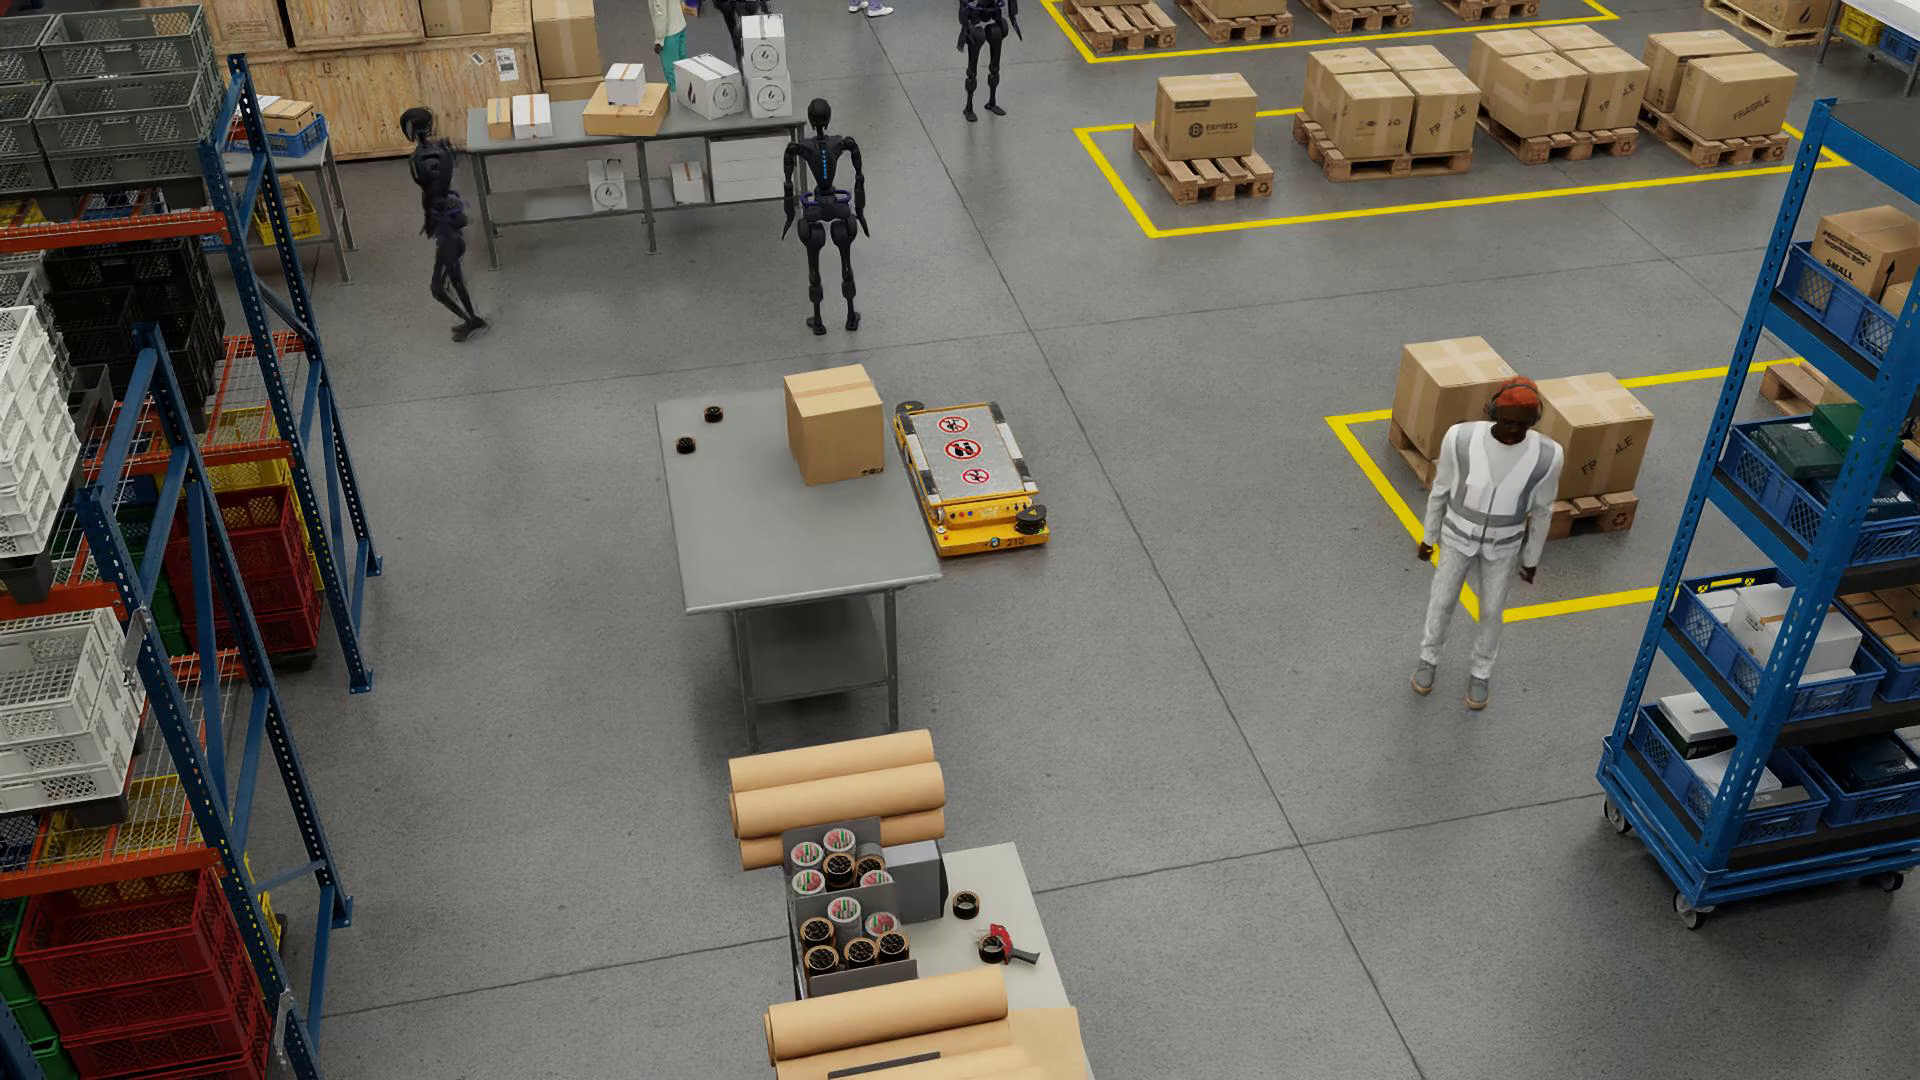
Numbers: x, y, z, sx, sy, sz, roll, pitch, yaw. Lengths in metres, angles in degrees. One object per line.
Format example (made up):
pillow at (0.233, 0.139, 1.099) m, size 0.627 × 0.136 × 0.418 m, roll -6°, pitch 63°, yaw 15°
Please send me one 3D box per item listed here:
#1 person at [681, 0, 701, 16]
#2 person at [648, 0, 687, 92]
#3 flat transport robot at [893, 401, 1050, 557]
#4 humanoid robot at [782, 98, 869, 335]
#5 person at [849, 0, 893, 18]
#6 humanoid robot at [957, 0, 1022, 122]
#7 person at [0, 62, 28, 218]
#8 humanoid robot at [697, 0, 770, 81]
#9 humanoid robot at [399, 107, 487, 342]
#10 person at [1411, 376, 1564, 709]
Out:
person at (-2.631, -6.266, 16.493) m, size 0.683 × 2.000 × 0.539 m, roll -22°, pitch 42°, yaw -27°
person at (-2.495, -4.326, 14.112) m, size 0.326 × 1.767 × 0.530 m, roll 6°, pitch 37°, yaw 8°
flat transport robot at (0.046, -0.430, 10.108) m, size 0.652 × 0.197 × 1.431 m, roll -8°, pitch 37°, yaw -10°
humanoid robot at (-0.922, -2.204, 11.324) m, size 0.601 × 1.658 × 0.324 m, roll -7°, pitch 37°, yaw -9°
person at (-0.938, -6.170, 16.458) m, size 0.594 × 1.924 × 0.373 m, roll 25°, pitch 43°, yaw 29°
humanoid robot at (0.242, -4.461, 14.356) m, size 0.600 × 1.657 × 0.330 m, roll -18°, pitch 40°, yaw -22°
person at (-7.066, -3.120, 12.309) m, size 0.610 × 1.991 × 0.401 m, roll 16°, pitch 39°, yaw 20°
humanoid robot at (-2.056, -4.906, 15.000) m, size 0.621 × 1.624 × 0.759 m, roll 13°, pitch 39°, yaw 17°
humanoid robot at (-3.483, -2.113, 11.212) m, size 0.385 × 1.643 × 0.641 m, roll -13°, pitch 39°, yaw -17°
person at (2.570, 0.011, 8.190) m, size 0.581 × 1.878 × 0.357 m, roll 11°, pitch 38°, yaw 15°
